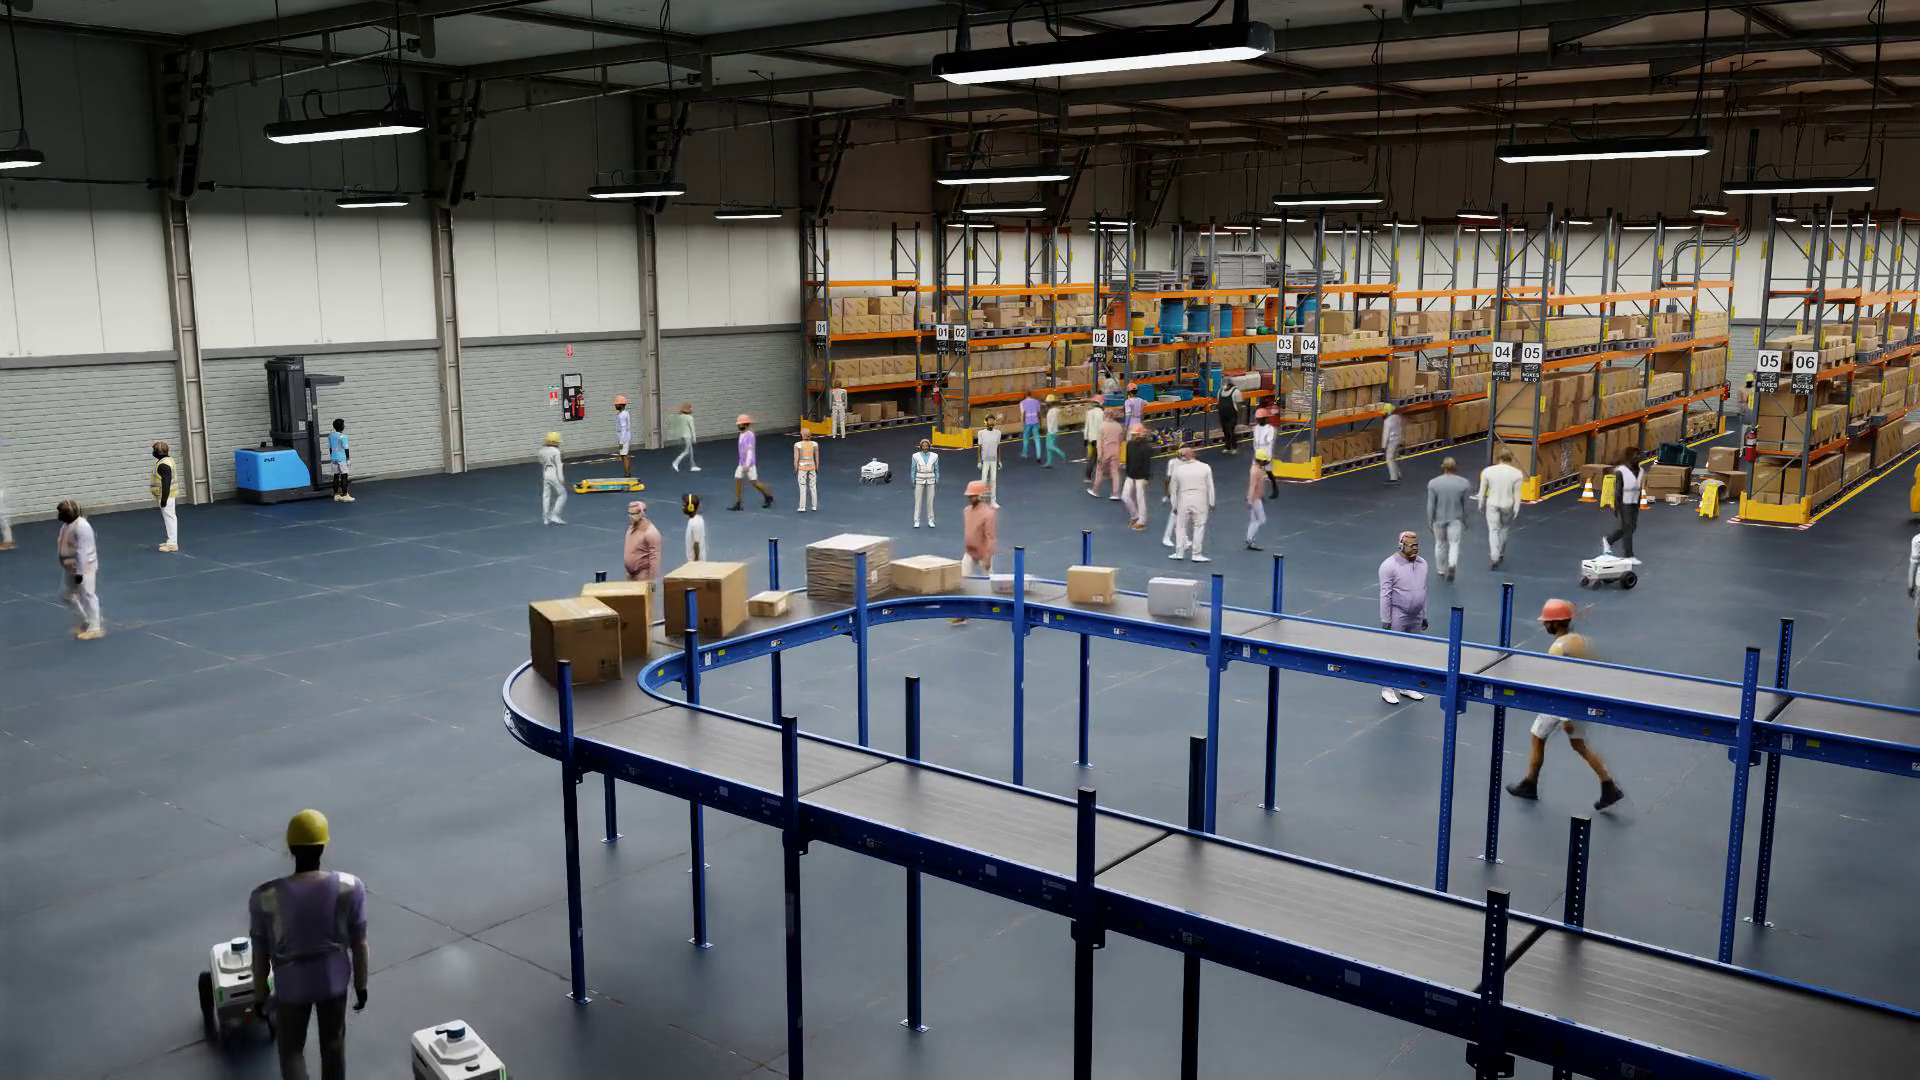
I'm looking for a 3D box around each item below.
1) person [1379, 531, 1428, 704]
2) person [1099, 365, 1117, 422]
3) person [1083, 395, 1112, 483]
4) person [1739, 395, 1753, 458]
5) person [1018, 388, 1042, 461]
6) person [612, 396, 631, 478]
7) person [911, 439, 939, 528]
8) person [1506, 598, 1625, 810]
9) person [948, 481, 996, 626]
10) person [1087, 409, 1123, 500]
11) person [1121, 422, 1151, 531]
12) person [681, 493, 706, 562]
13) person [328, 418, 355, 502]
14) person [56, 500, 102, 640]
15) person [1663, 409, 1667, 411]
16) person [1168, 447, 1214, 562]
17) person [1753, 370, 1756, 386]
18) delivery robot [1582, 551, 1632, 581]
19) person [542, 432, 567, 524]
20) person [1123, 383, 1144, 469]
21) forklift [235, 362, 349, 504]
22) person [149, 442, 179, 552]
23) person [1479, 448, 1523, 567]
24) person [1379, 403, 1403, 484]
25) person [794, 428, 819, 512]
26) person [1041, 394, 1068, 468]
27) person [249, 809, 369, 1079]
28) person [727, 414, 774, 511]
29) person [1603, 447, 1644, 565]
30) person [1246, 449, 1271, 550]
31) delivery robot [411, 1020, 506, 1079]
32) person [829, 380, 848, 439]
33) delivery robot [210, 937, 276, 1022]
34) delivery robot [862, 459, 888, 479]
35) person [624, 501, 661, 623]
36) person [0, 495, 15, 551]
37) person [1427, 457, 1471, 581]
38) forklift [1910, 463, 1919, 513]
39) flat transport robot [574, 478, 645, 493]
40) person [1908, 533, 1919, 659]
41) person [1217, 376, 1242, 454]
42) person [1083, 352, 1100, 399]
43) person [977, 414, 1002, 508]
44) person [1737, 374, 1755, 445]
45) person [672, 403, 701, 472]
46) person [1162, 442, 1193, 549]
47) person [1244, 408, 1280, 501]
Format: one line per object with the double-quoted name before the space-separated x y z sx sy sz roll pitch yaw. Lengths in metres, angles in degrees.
"person" 4.937 0.847 17.335 0.641 1.908 0.408 -5 11 -27
"person" 4.239 -4.034 44.672 0.706 1.950 0.628 -10 14 -43
"person" 3.075 -2.259 34.749 1.037 1.937 0.642 -8 13 -39
"person" 19.649 -2.850 38.907 0.501 1.633 0.282 8 13 37
"person" 1.756 -2.827 38.387 0.684 1.784 0.989 -5 11 -28
"person" -7.438 -2.205 34.427 0.362 1.934 0.551 -1 10 -5
"person" -0.638 -1.046 28.733 0.517 1.639 0.314 -2 10 -9
"person" 5.450 1.462 13.950 0.544 1.893 0.982 -9 13 -40
"person" 0.289 0.153 21.121 1.003 1.954 0.628 -9 13 -41
"person" 3.008 -1.766 32.154 0.670 1.859 0.960 -5 11 -27
"person" 3.208 -1.151 28.378 0.460 1.971 0.643 -8 13 -37
"person" -3.435 0.297 20.598 0.636 1.853 0.520 -1 10 -8
"person" -12.609 -1.627 31.843 0.540 1.695 0.317 5 11 28
"person" -11.377 0.386 20.168 0.645 1.827 0.462 9 13 40
"person" 20.387 -4.212 45.429 0.615 2.039 0.391 4 11 24
"person" 3.763 -0.567 25.441 0.730 1.868 0.427 3 11 17
"person" 23.922 -4.242 46.651 0.612 1.671 0.545 8 13 38
"delivery robot" 9.716 0.404 23.485 0.707 0.478 0.477 -3 10 -17
"person" -7.554 -1.143 29.053 0.597 1.713 0.414 9 13 40
"person" 4.045 -2.673 36.779 0.403 2.036 0.609 10 14 43
"forklift" -13.803 -2.244 32.110 1.129 2.768 1.873 8 13 37
"person" -13.447 -0.741 26.453 0.429 1.844 0.624 -4 11 -23
"person" 8.671 -0.526 25.098 0.634 1.904 0.989 3 10 14
"person" 9.442 -2.120 34.364 0.475 1.787 0.621 7 12 35
"person" -2.998 -1.366 30.539 0.523 1.639 0.309 -5 11 -27
"person" 2.223 -2.575 37.031 0.538 1.748 0.535 -2 10 -11
"person" -3.516 2.411 8.501 0.606 1.911 0.636 -5 11 -26
"person" -4.132 -1.538 30.785 0.913 1.906 0.546 -7 12 -35
"person" 10.826 -0.591 25.463 0.595 1.898 0.753 -6 11 -28
"person" 5.016 -0.675 26.344 0.428 1.739 0.630 4 11 22
"delivery robot" -2.863 2.992 8.916 0.477 0.478 0.707 -7 12 -36
"person" -3.359 -3.609 43.192 0.508 1.629 0.316 1 10 4
"delivery robot" -4.604 2.794 10.035 0.477 0.478 0.707 -5 11 -28
"delivery robot" -1.881 -1.553 34.499 0.477 0.478 0.707 5 11 25
"person" -3.993 0.457 19.531 0.403 1.904 0.651 -8 13 -39
"person" -16.450 -0.730 26.227 0.607 1.901 0.970 8 13 36
"person" 7.424 -0.311 23.813 0.639 1.924 0.743 3 10 14
"forklift" 19.034 -1.348 28.998 2.313 2.155 1.214 8 13 37
"flat transport robot" -7.510 -1.183 33.477 1.431 0.197 0.652 -3 11 -16
"person" 11.890 0.525 19.093 0.575 1.923 0.475 7 12 34
"person" 6.799 -3.171 39.691 0.708 2.000 0.599 10 14 43
"person" 4.243 -5.138 50.925 0.627 1.941 0.370 7 12 35
"person" 0.592 -1.560 30.972 0.515 1.876 0.328 -4 11 -21
"person" 21.078 -3.506 41.825 0.588 1.908 0.753 6 11 29
"person" -6.384 -2.385 36.369 0.744 1.612 0.503 -8 13 -38
"person" 3.764 -0.748 26.574 0.531 1.810 0.992 -6 12 -31
"person" 6.240 -1.766 32.067 0.962 1.900 0.550 -9 14 -42
